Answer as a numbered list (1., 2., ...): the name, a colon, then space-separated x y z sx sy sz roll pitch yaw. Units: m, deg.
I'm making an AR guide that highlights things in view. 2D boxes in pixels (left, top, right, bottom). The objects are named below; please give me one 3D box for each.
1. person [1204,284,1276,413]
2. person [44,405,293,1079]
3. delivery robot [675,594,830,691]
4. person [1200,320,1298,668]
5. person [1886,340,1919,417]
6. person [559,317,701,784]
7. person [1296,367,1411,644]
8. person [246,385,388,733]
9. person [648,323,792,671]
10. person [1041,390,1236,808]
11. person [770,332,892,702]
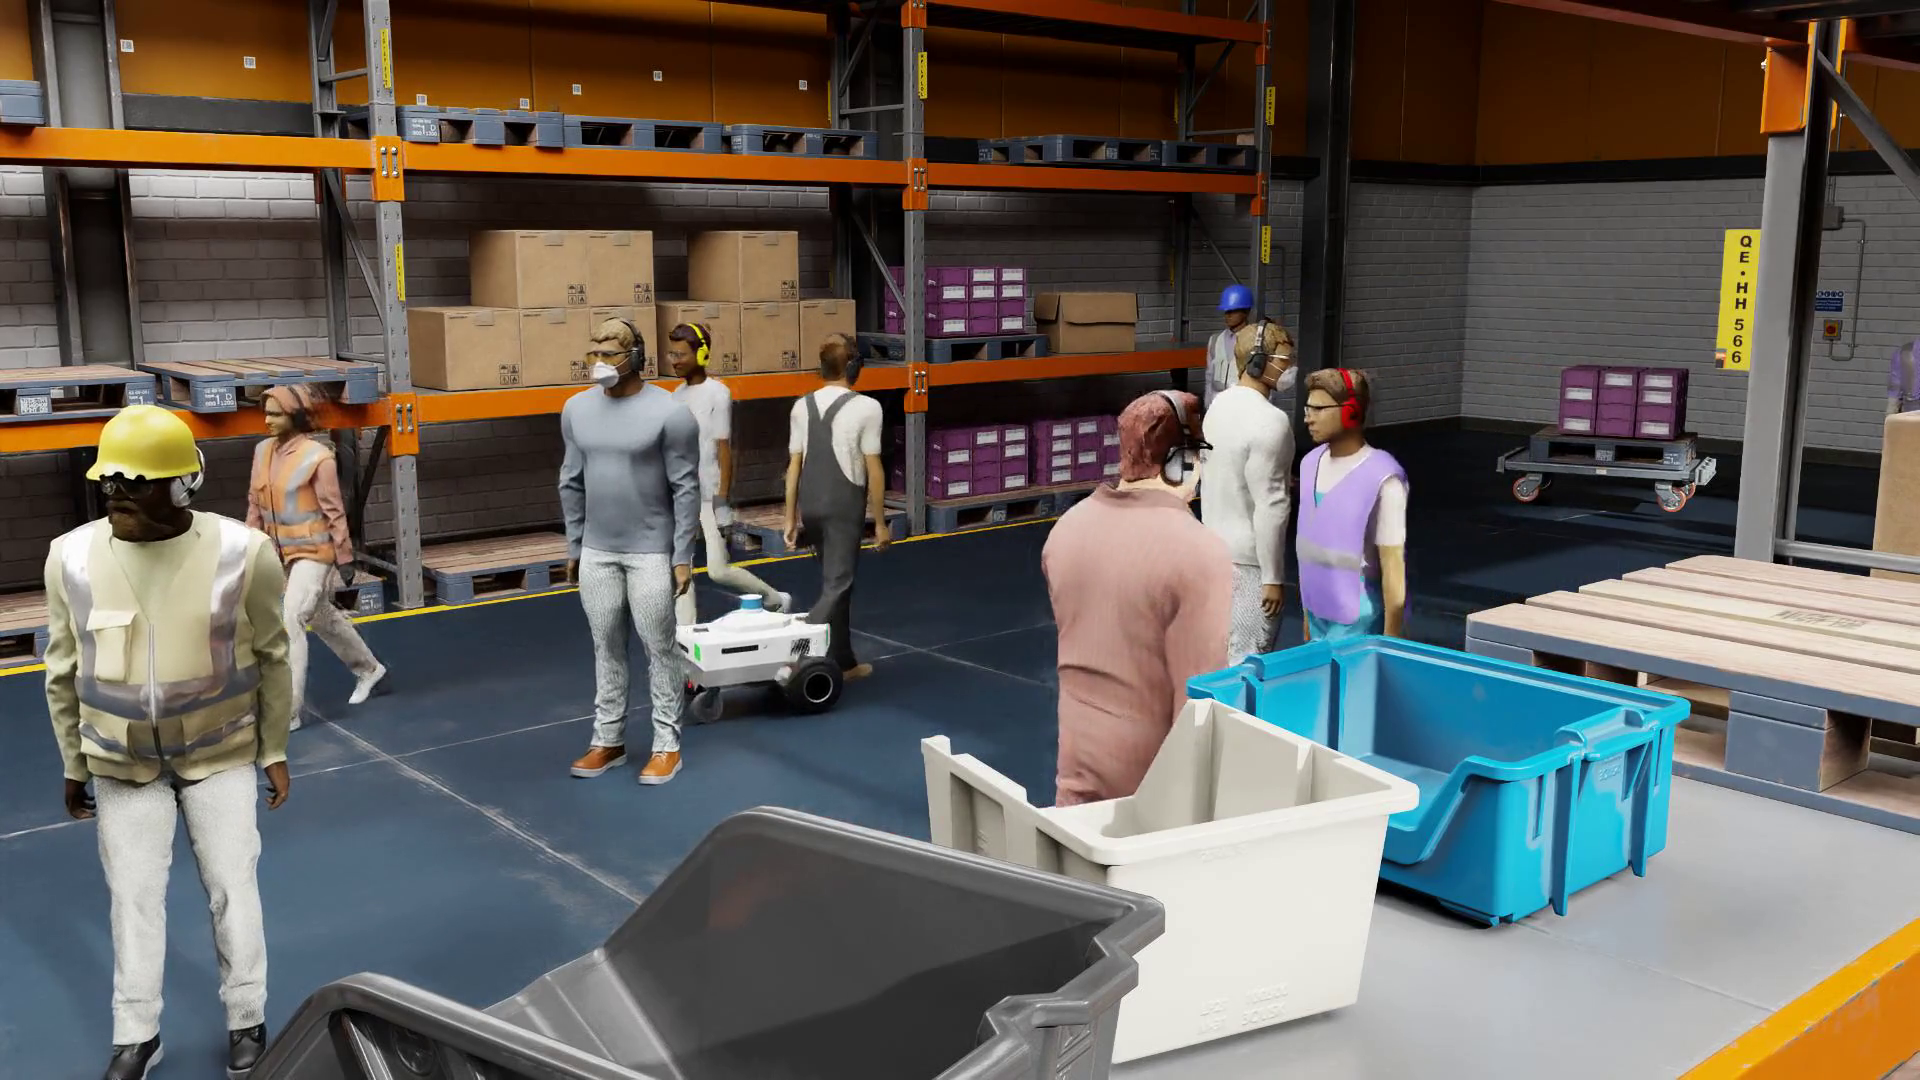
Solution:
1. person: 2.040 -0.909 12.278 0.617 1.946 0.428 9 14 42
2. person: -2.072 0.552 4.390 0.591 1.829 0.404 -3 10 -14
3. delivery robot: -0.994 0.504 7.963 0.707 0.478 0.477 -5 11 -27
4. person: 1.145 0.094 6.657 0.375 1.936 0.628 -2 10 -13
5. person: 6.543 -0.705 11.179 0.586 1.923 0.385 8 13 39
6. person: -1.369 0.049 6.902 0.629 1.939 0.372 4 11 20
7. person: 1.450 0.278 5.997 0.871 1.813 0.565 -3 11 -18
8. person: -3.012 0.062 7.771 0.509 1.601 0.824 7 12 36
9. person: -1.290 -0.238 8.828 0.790 1.837 0.517 -9 14 -43
10. person: 0.556 0.544 4.325 0.952 1.860 0.679 -8 13 -37
11. person: -0.669 -0.100 8.106 0.520 1.819 0.864 7 12 33
